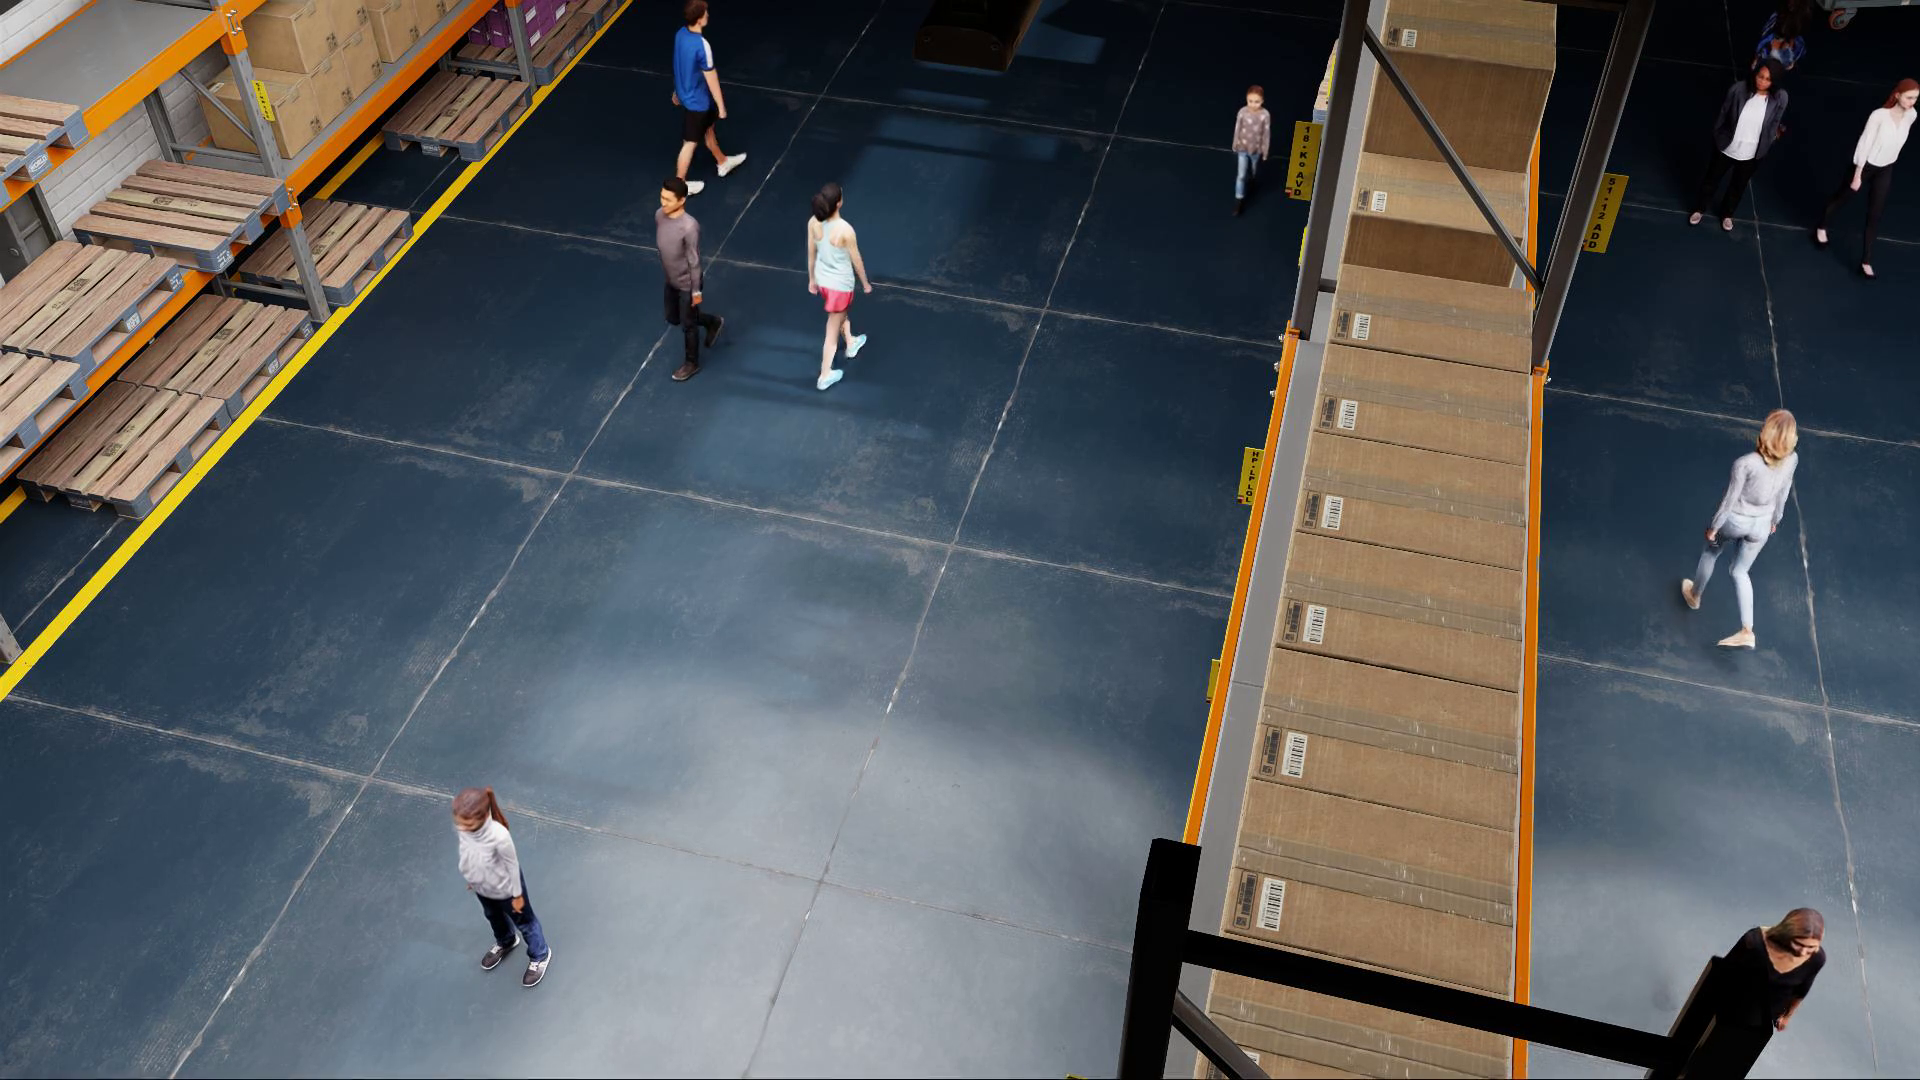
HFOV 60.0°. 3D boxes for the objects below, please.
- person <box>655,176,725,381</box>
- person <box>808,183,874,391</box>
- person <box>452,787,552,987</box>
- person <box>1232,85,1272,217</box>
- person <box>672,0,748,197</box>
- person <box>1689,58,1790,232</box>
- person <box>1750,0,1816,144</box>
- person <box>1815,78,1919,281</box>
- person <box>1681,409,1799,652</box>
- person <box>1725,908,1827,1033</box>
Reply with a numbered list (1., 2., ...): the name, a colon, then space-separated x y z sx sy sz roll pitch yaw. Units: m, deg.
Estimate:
1. person: -2.094 -2.058 12.970 0.965 1.757 0.859 13 45 13
2. person: -1.015 -1.915 12.835 0.794 1.736 1.019 29 51 27
3. person: -2.506 1.837 9.024 0.567 1.560 0.570 18 46 18
4. person: 2.630 -3.558 14.965 0.483 1.176 0.798 10 45 11
5. person: -2.450 -3.909 14.866 1.192 1.822 1.067 -28 50 -26
6. person: 6.842 -3.466 14.564 0.677 1.597 0.656 13 45 14
7. person: 7.670 -4.460 15.600 0.898 1.606 1.041 -9 44 -9
8. person: 7.666 -3.147 14.148 0.933 1.709 1.216 -6 44 -7
9. person: 5.132 -0.021 10.831 0.895 1.758 1.187 -6 44 -6
10. person: 4.035 2.274 8.493 0.589 1.661 0.741 8 44 8
